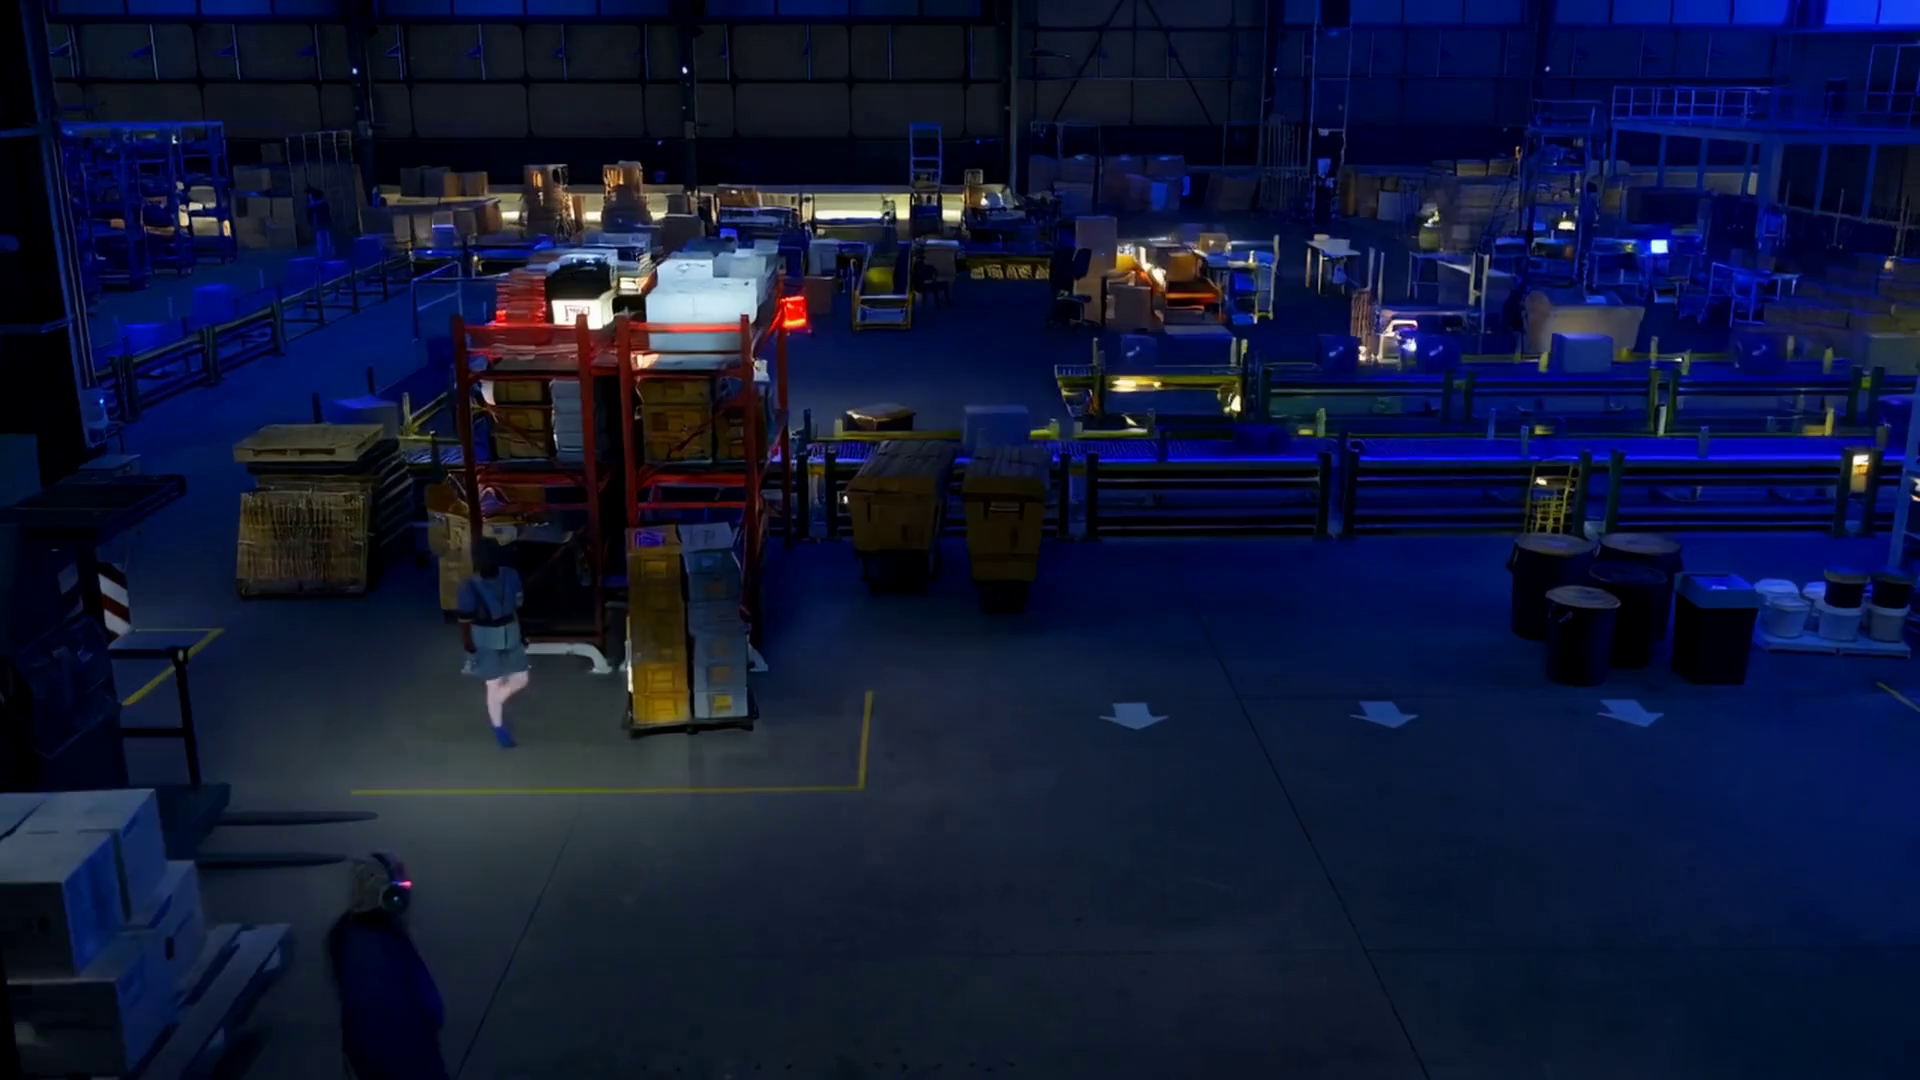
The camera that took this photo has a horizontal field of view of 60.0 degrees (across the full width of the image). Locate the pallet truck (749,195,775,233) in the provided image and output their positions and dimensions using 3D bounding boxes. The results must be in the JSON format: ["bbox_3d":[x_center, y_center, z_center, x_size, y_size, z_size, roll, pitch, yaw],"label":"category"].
[{"bbox_3d":[-6.051,-9.967,50.660,0.680,1.201,1.601,0,16,-1],"label":"pallet truck"}]

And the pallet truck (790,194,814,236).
[{"bbox_3d":[-4.814,-9.883,50.259,0.704,1.261,1.522,-1,16,-3],"label":"pallet truck"}]

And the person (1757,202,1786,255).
[{"bbox_3d":[19.487,-7.190,39.939,0.593,1.838,0.976,0,16,1],"label":"person"}]

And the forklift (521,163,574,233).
[{"bbox_3d":[-12.233,-10.122,49.298,1.157,1.987,2.680,0,16,-1],"label":"forklift"}]

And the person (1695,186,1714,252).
[{"bbox_3d":[20.498,-8.834,45.767,0.318,1.769,0.522,-11,19,-32],"label":"person"}]

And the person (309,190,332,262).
[{"bbox_3d":[-15.934,-7.735,41.543,0.394,1.990,0.622,7,17,22],"label":"person"}]

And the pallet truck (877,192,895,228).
[{"bbox_3d":[-2.277,-9.986,50.594,0.653,1.274,1.630,0,16,-1],"label":"pallet truck"}]

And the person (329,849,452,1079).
[{"bbox_3d":[-2.490,2.235,7.122,0.959,1.864,0.642,-9,19,-30],"label":"person"}]

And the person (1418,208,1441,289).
[{"bbox_3d":[10.800,-6.689,38.162,0.435,1.851,0.506,14,21,40],"label":"person"}]

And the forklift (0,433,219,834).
[{"bbox_3d":[-5.952,0.780,10.366,1.873,2.768,1.129,0,16,-1],"label":"forklift"}]

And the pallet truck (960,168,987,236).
[{"bbox_3d":[0.383,-10.230,50.206,0.823,1.965,1.885,-1,16,-3],"label":"pallet truck"}]

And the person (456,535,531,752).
[{"bbox_3d":[-3.538,0.757,12.570,0.455,1.682,0.554,14,21,40],"label":"person"}]

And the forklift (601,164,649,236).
[{"bbox_3d":[-9.948,-10.127,49.296,1.157,1.987,2.680,-1,16,-3],"label":"forklift"}]

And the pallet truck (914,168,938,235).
[{"bbox_3d":[-0.989,-10.316,50.507,0.823,1.965,1.885,1,16,3],"label":"pallet truck"}]
